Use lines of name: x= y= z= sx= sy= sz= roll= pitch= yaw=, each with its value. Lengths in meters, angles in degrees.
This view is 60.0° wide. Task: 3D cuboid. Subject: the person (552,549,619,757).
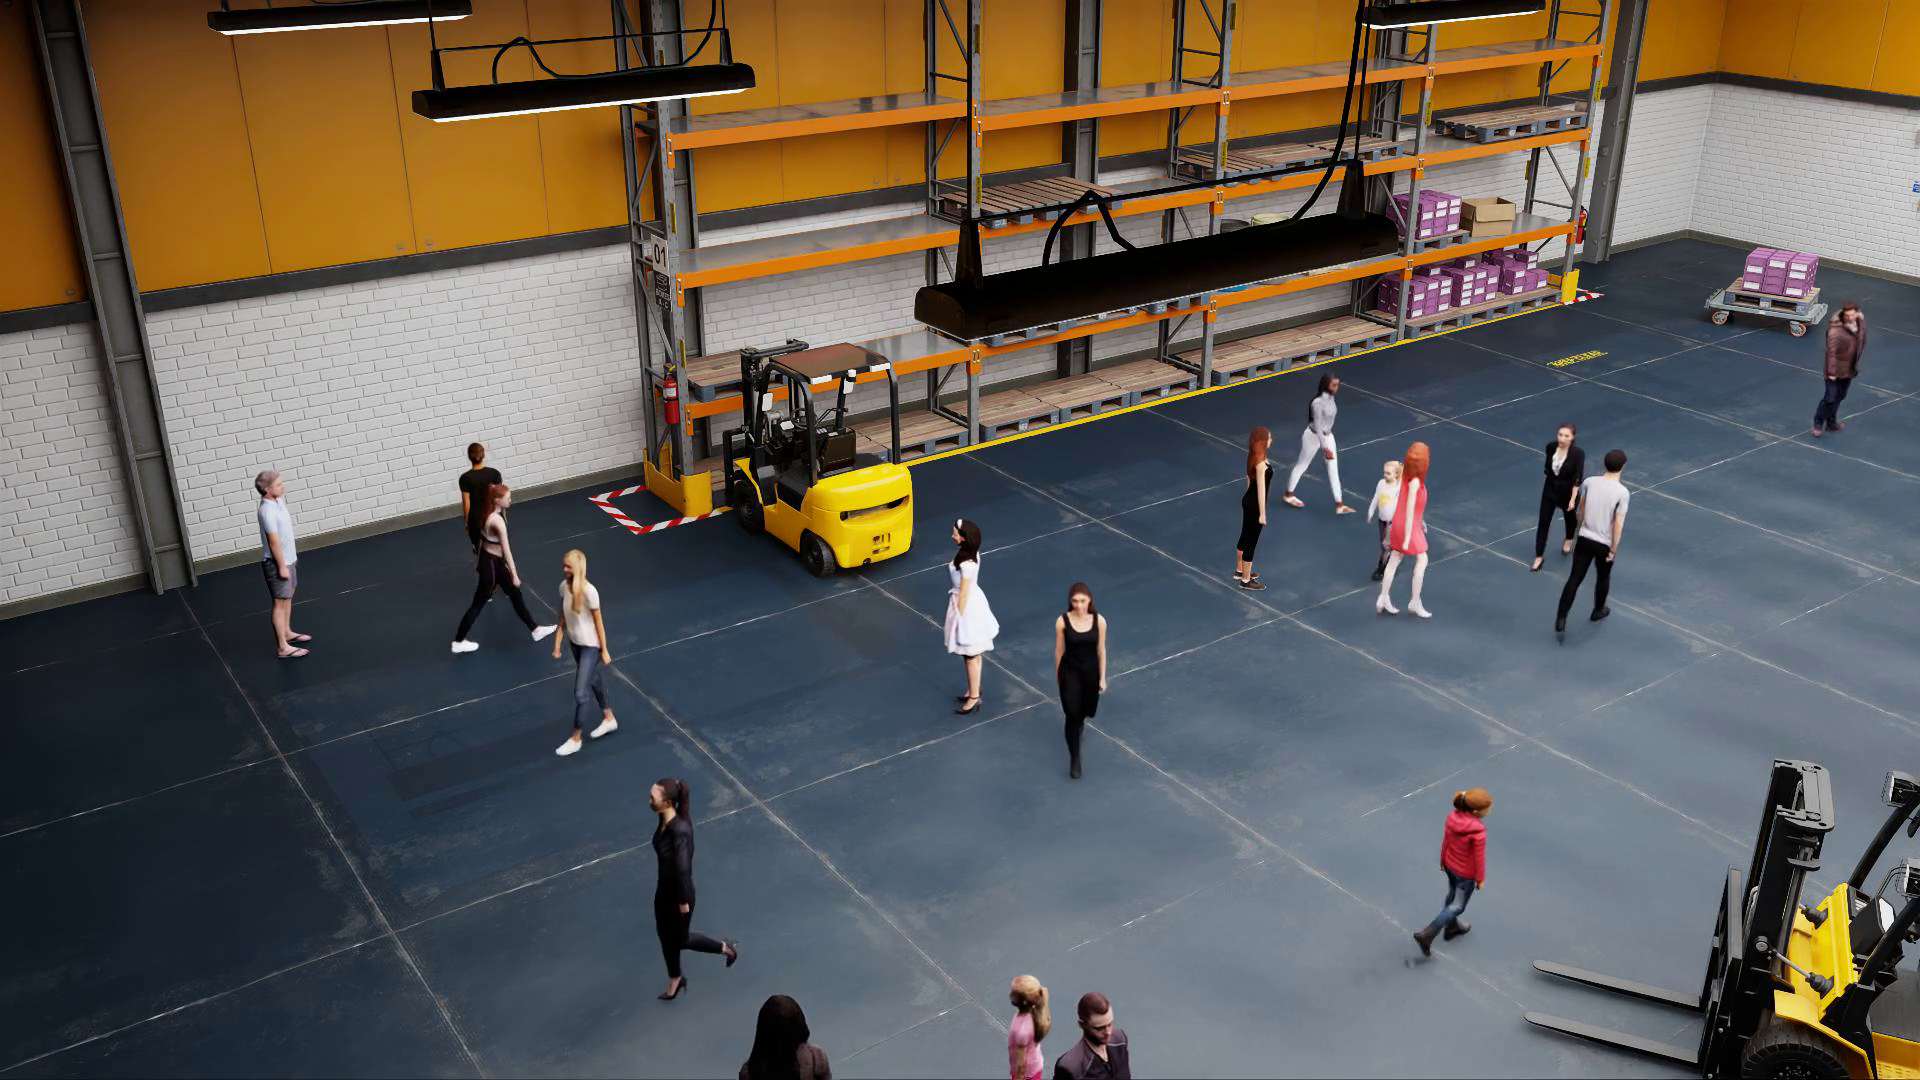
person: x=-3.114 y=0.889 z=14.183 sx=0.758 sy=1.790 sz=0.990 roll=20 pitch=31 yaw=39

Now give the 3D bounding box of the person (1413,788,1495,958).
person: x=3.422 y=2.312 z=11.543 sx=0.871 sy=1.298 sz=0.646 roll=-9 pitch=25 yaw=-21

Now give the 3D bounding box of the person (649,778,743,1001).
person: x=-1.815 y=2.323 z=11.019 sx=0.859 sy=1.696 sz=0.657 roll=-11 pitch=26 yaw=-24

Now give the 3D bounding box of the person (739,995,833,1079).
person: x=-0.883 y=3.266 z=8.738 sx=1.155 sy=1.797 sz=0.984 roll=-6 pitch=24 yaw=-14

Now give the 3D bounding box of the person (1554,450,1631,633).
person: x=6.078 y=0.061 z=16.025 sx=0.815 sy=1.832 sz=1.235 roll=21 pitch=31 yaw=40

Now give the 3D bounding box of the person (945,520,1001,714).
person: x=0.071 y=0.669 z=14.661 sx=0.910 sy=1.810 sz=0.858 roll=1 pitch=24 yaw=2

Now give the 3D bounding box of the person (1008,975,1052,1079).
person: x=0.447 y=3.109 z=9.769 sx=0.843 sy=1.259 sz=0.774 roll=3 pitch=24 yaw=8

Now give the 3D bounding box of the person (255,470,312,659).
person: x=-6.438 y=0.204 z=15.704 sx=0.699 sy=1.829 sz=0.713 roll=-4 pitch=24 yaw=-9

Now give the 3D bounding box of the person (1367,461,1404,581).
person: x=4.529 y=-0.241 z=17.420 sx=0.649 sy=1.269 sz=0.523 roll=-17 pitch=29 yaw=-34

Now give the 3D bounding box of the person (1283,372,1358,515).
person: x=3.979 y=-1.103 z=18.893 sx=1.128 sy=1.668 sz=0.754 roll=-21 pitch=31 yaw=-39

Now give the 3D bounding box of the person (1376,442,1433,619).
person: x=4.305 y=-0.091 z=16.408 sx=0.892 sy=1.804 sz=0.816 roll=1 pitch=24 yaw=2

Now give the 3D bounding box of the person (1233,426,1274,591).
person: x=3.019 y=-0.349 z=17.096 sx=0.673 sy=1.725 sz=0.658 roll=-2 pitch=24 yaw=-3

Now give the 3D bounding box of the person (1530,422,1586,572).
person: x=6.380 y=-0.481 z=17.548 sx=0.797 sy=1.607 sz=1.160 roll=19 pitch=30 yaw=36

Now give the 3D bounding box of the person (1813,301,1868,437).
person: x=11.279 y=-2.216 z=21.266 sx=0.639 sy=1.807 sz=0.971 roll=-17 pitch=29 yaw=-34

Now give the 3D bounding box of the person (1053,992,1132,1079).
person: x=0.691 y=3.168 z=8.906 sx=0.572 sy=1.842 sz=0.773 roll=-21 pitch=31 yaw=-39

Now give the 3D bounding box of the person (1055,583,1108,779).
person: x=1.005 y=1.101 z=13.848 sx=1.029 sy=1.671 sz=0.987 roll=0 pitch=24 yaw=-1

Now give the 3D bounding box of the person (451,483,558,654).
person: x=-4.491 y=0.323 z=15.625 sx=1.284 sy=1.673 sz=0.733 roll=-13 pitch=27 yaw=-27

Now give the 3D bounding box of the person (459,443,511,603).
person: x=-4.795 y=-0.193 z=16.811 sx=0.464 sy=1.669 sz=0.660 roll=-12 pitch=26 yaw=-26
